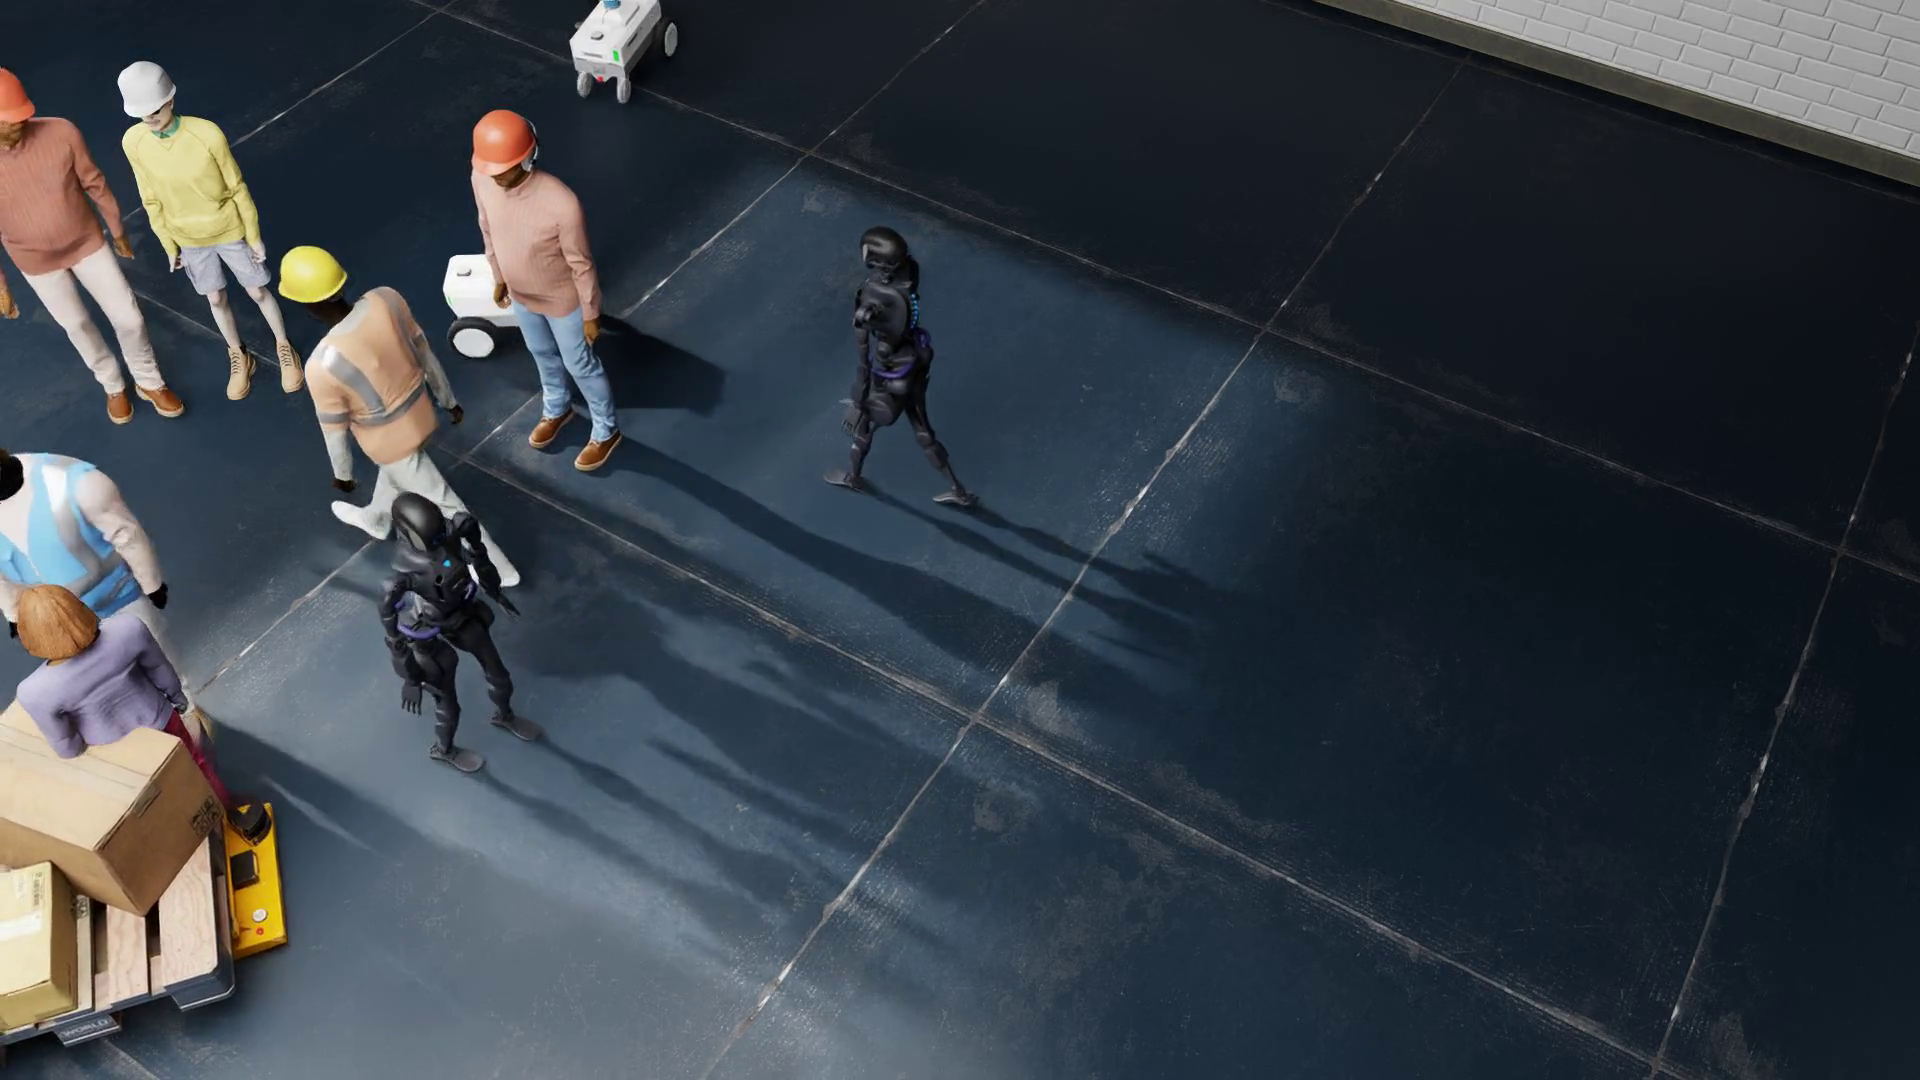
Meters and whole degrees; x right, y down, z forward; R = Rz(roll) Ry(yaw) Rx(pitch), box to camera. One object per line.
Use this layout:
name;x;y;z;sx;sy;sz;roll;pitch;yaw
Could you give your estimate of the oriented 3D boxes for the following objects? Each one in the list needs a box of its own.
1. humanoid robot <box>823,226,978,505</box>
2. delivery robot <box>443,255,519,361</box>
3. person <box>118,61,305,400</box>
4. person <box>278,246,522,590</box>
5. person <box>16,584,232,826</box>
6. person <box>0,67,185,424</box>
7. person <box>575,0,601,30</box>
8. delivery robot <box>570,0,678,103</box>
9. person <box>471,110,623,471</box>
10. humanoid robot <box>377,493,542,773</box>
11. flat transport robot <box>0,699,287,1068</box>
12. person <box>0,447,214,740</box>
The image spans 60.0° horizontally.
humanoid robot;-0.289;-0.755;7.577;0.783;1.633;0.591;20;52;17
delivery robot;-2.335;-1.298;8.754;0.765;0.585;0.499;-2;49;-2
person;-3.626;-1.486;8.039;0.485;1.890;0.378;-8;49;-7
person;-2.500;-0.503;7.195;1.039;1.854;0.600;14;50;12
person;-3.137;0.723;6.276;0.285;1.633;0.499;31;55;24
person;-4.238;-1.314;7.835;0.677;1.976;0.537;-25;53;-20
person;-2.329;-3.799;10.147;0.429;1.758;0.747;-3;49;-2
delivery robot;-2.121;-3.153;10.393;0.499;0.612;0.789;12;50;10
person;-1.921;-1.137;7.674;0.618;1.986;0.401;25;53;20
humanoid robot;-2.029;0.348;6.583;0.427;1.634;0.612;24;53;19
flat transport robot;-3.422;1.485;6.517;1.431;0.231;0.659;-15;51;-13
person;-3.488;0.194;6.628;0.668;1.811;0.461;-6;49;-5
